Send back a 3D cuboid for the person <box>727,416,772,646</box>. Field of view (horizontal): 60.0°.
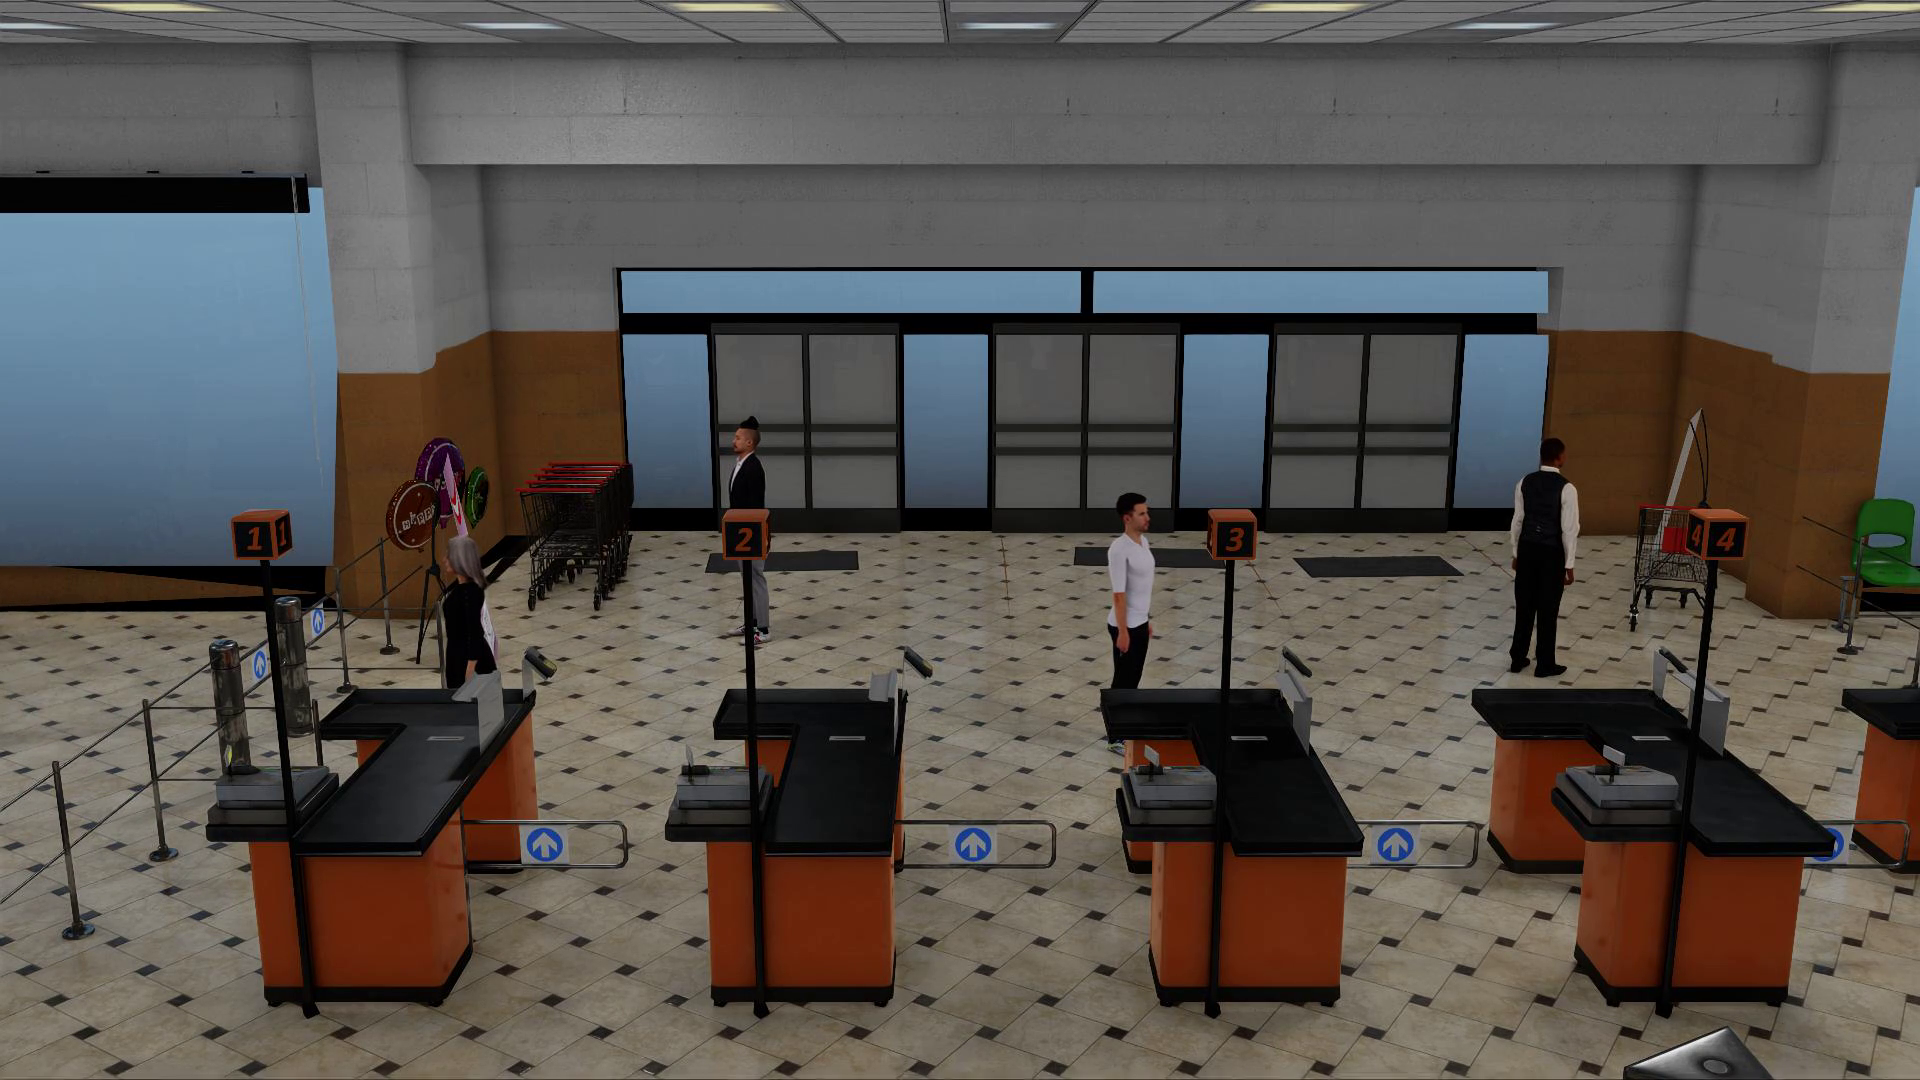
[{"bbox_3d":[-1.784,-0.092,14.184,0.847,1.950,0.692,-6,15,-23],"label":"person"}]

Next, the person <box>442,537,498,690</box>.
[{"bbox_3d":[-3.195,0.823,10.843,0.745,1.746,0.630,-6,15,-22],"label":"person"}]

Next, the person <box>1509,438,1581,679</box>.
[{"bbox_3d":[4.663,0.130,13.340,0.834,1.917,0.768,-13,19,-42],"label":"person"}]

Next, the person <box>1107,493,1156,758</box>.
[{"bbox_3d":[1.184,0.573,11.651,0.817,1.851,0.689,8,16,28],"label":"person"}]
